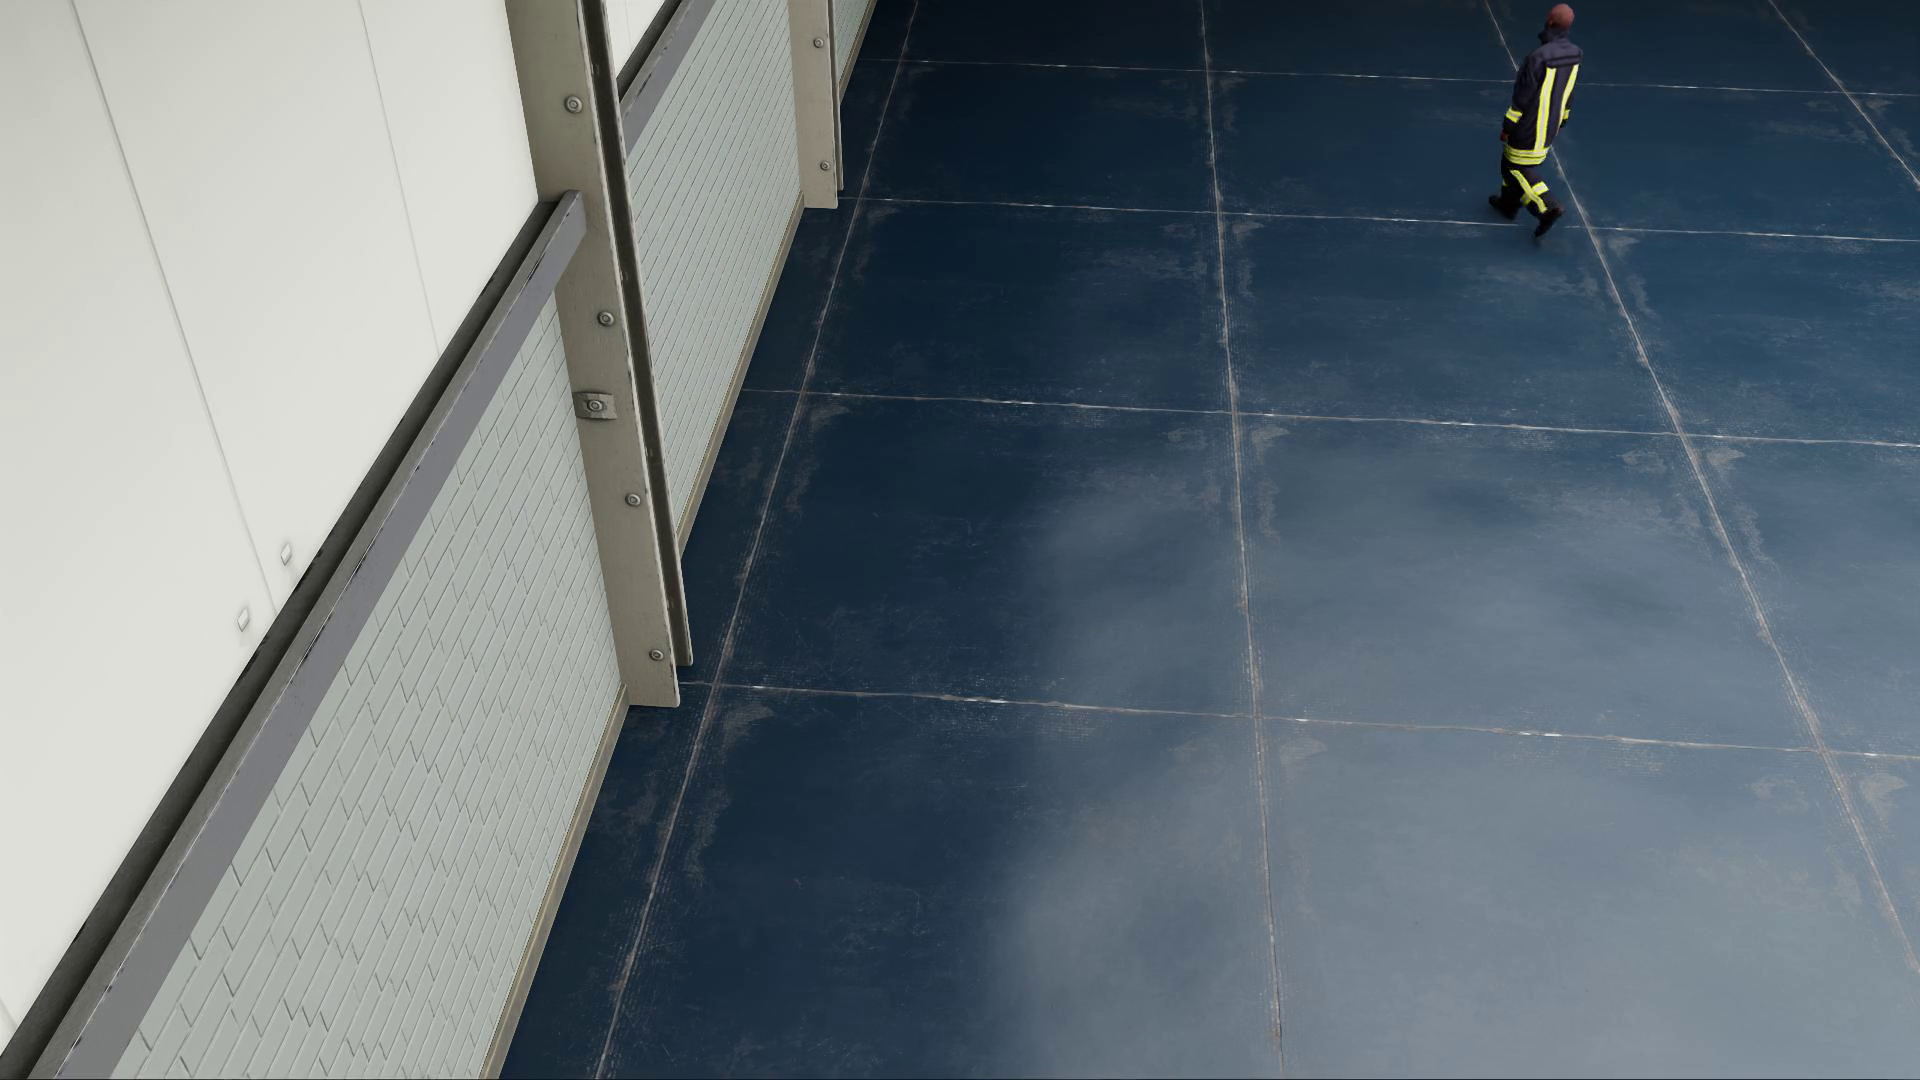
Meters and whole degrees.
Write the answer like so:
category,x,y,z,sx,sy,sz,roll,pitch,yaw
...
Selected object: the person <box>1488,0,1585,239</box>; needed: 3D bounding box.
category,x,y,z,sx,sy,sz,roll,pitch,yaw
person,4.560,-3.262,13.022,1.108,1.802,1.220,-20,42,-24
